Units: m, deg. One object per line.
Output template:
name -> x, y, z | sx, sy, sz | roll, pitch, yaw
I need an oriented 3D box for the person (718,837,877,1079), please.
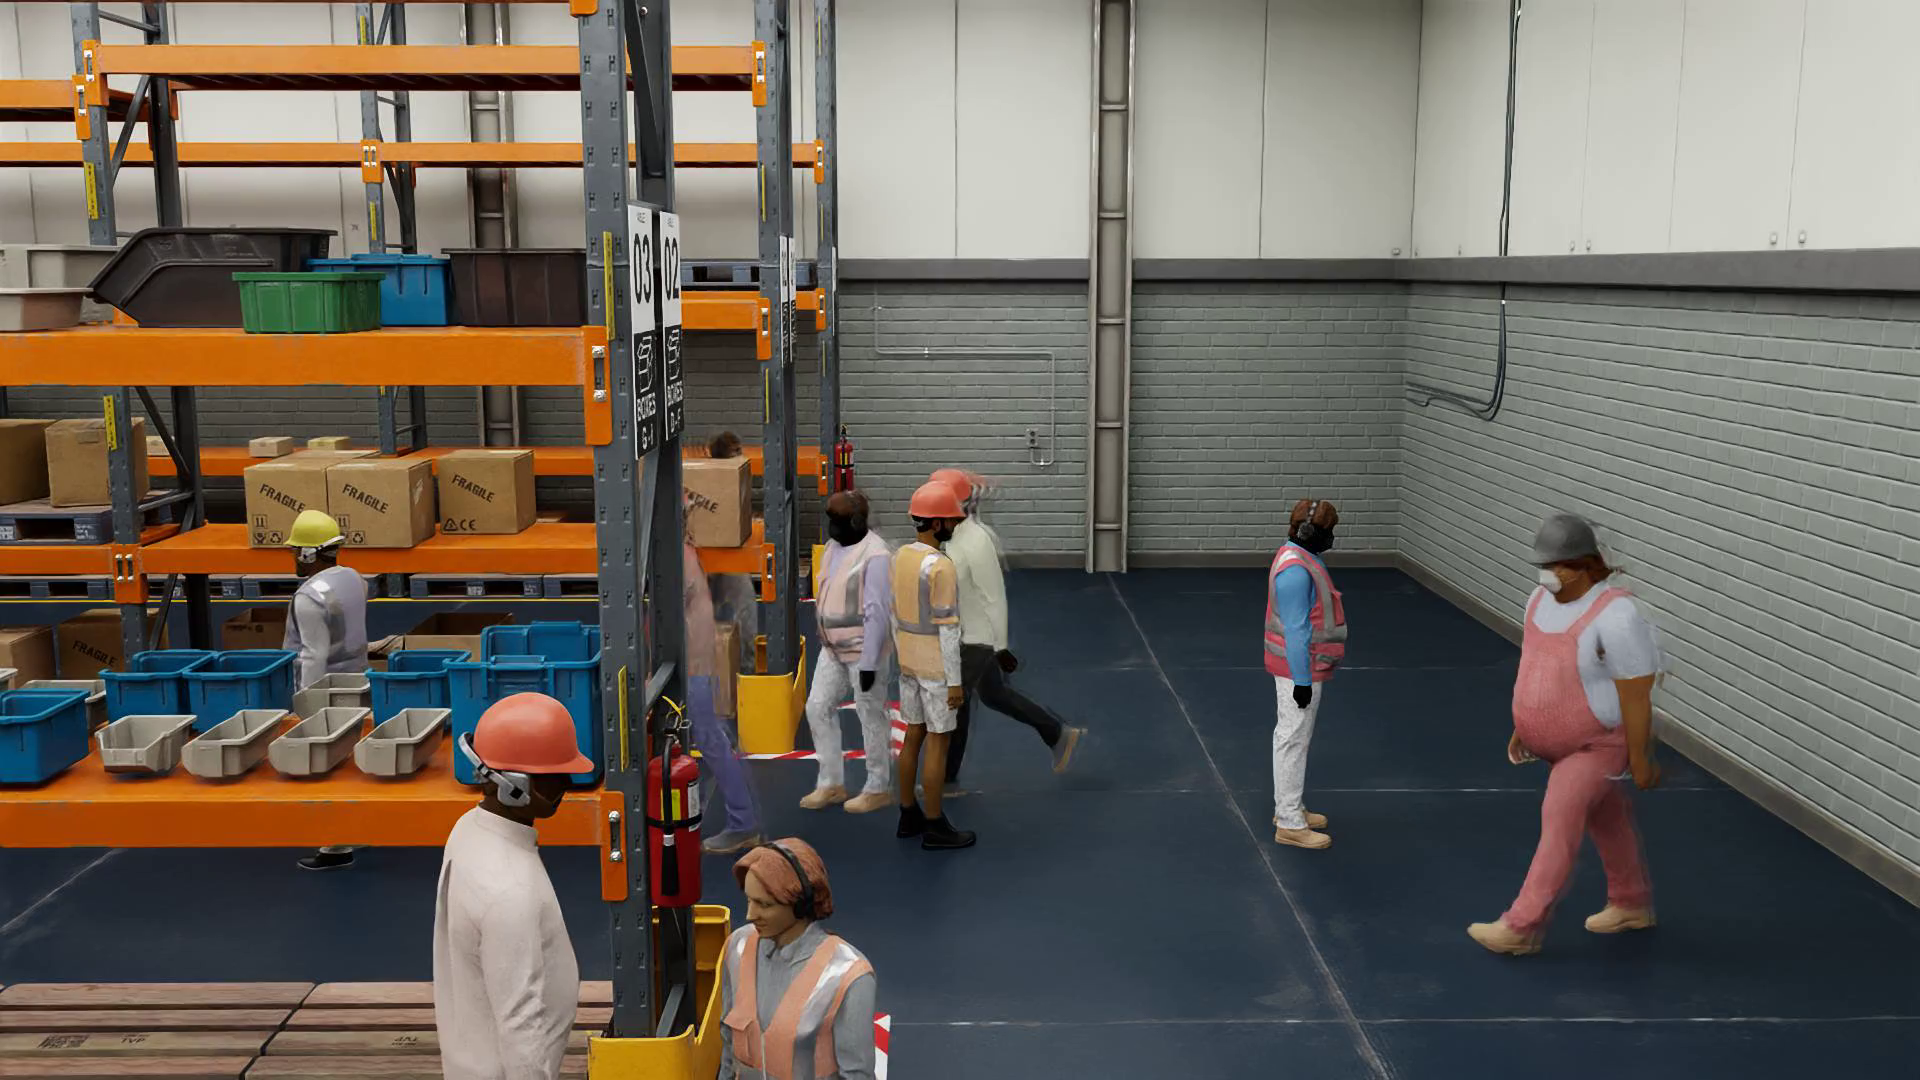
person -> -0.408, 1.540, 4.239 | 0.525, 1.631, 0.317 | 7, 12, 38

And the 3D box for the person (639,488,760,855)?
person -> -1.519, 0.678, 8.567 | 1.014, 1.924, 0.743 | -1, 9, -7

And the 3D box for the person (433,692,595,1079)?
person -> -1.131, 1.359, 4.299 | 0.411, 1.979, 0.625 | -4, 10, -23

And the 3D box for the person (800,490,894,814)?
person -> -0.653, 0.633, 9.198 | 0.631, 1.822, 0.651 | -7, 12, -37

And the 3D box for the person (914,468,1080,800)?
person -> 0.201, 0.525, 9.563 | 0.993, 1.939, 0.643 | -2, 9, -11

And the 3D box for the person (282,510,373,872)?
person -> -3.208, 0.757, 8.419 | 0.404, 1.830, 0.602 | 1, 9, 3

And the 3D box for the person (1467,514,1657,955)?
person -> 2.749, 0.817, 7.413 | 0.987, 2.000, 0.681 | -2, 9, -11

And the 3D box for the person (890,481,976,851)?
person -> -0.137, 0.654, 8.736 | 0.367, 1.935, 0.550 | -6, 11, -32

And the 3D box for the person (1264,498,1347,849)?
person -> 1.827, 0.690, 8.824 | 0.429, 1.838, 0.621 | 2, 9, 12
